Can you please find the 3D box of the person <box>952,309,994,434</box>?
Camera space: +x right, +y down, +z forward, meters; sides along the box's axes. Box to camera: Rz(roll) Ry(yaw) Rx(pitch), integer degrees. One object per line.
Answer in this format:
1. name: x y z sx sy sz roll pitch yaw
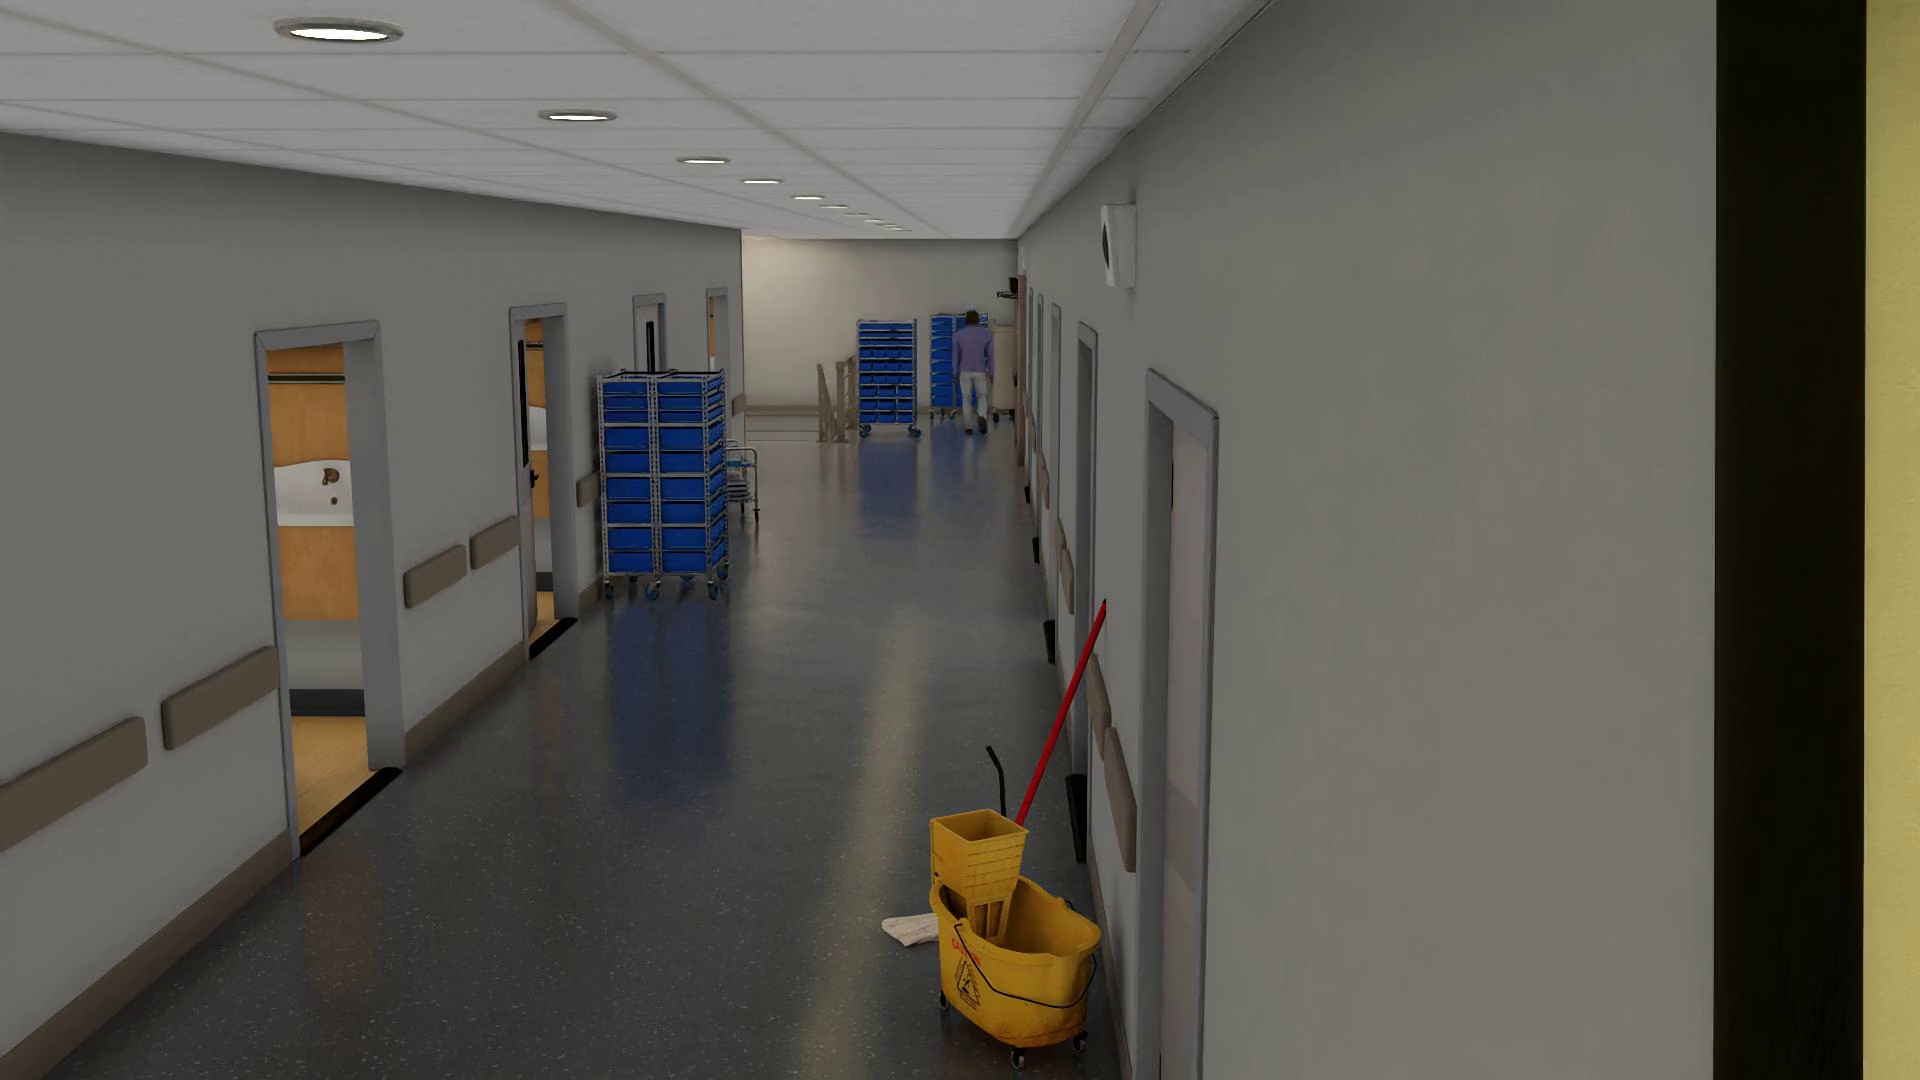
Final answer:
1. person: 0.196 -2.545 25.287 0.639 1.917 0.490 -1 10 -6
